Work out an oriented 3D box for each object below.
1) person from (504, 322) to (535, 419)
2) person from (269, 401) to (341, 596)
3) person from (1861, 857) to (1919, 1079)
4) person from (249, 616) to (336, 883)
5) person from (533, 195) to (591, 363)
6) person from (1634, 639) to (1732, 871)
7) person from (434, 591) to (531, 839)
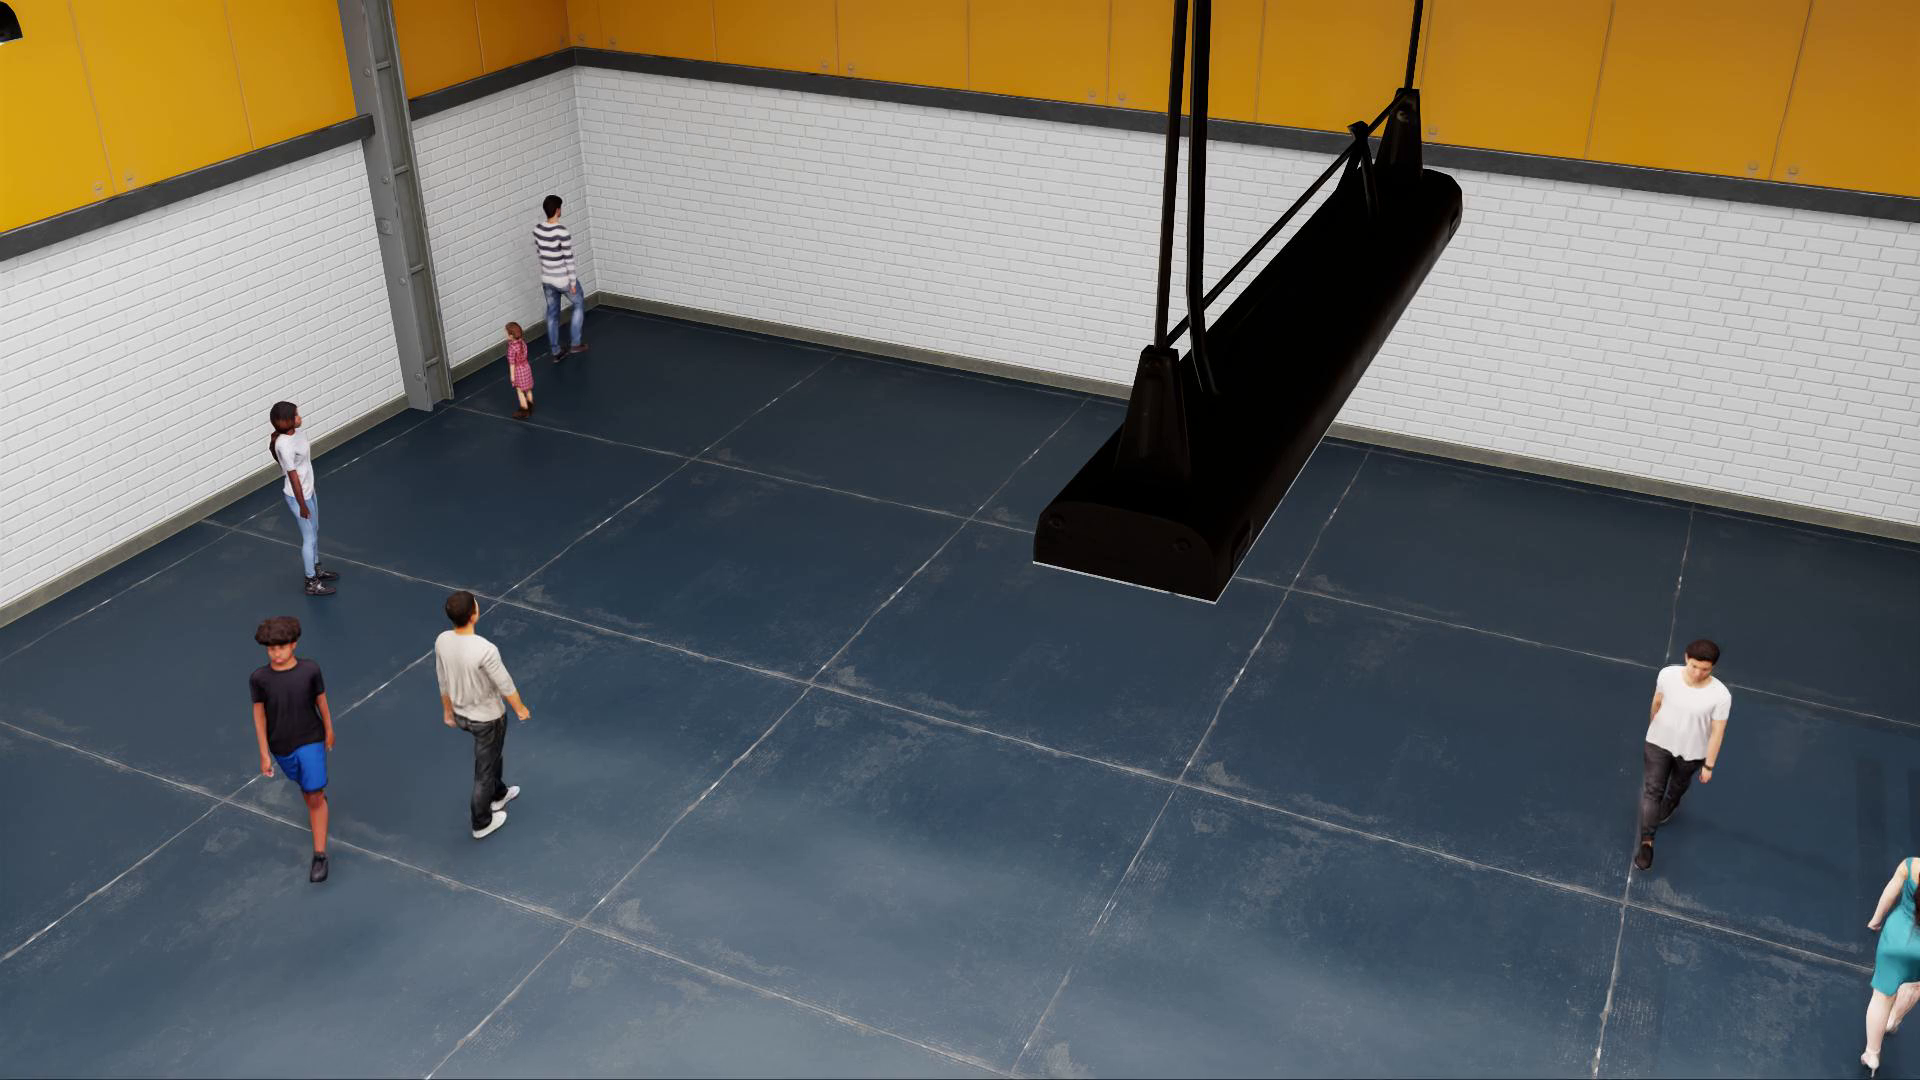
[{"bbox_3d":[-4.512,-1.749,17.040,0.502,1.020,0.399,8,30,15],"label":"person"},{"bbox_3d":[-5.448,-0.363,13.768,0.719,1.721,0.636,-6,29,-10],"label":"person"},{"bbox_3d":[5.171,2.251,9.032,0.596,1.666,0.735,13,31,22],"label":"person"},{"bbox_3d":[-4.302,1.249,10.779,1.061,1.754,1.221,-6,29,-12],"label":"person"},{"bbox_3d":[-4.433,-2.813,18.141,0.696,1.835,0.701,10,30,18],"label":"person"},{"bbox_3d":[4.689,1.282,10.827,0.741,1.650,1.184,20,35,32],"label":"person"},{"bbox_3d":[-3.193,1.185,10.854,0.691,1.794,0.777,16,33,27],"label":"person"}]
